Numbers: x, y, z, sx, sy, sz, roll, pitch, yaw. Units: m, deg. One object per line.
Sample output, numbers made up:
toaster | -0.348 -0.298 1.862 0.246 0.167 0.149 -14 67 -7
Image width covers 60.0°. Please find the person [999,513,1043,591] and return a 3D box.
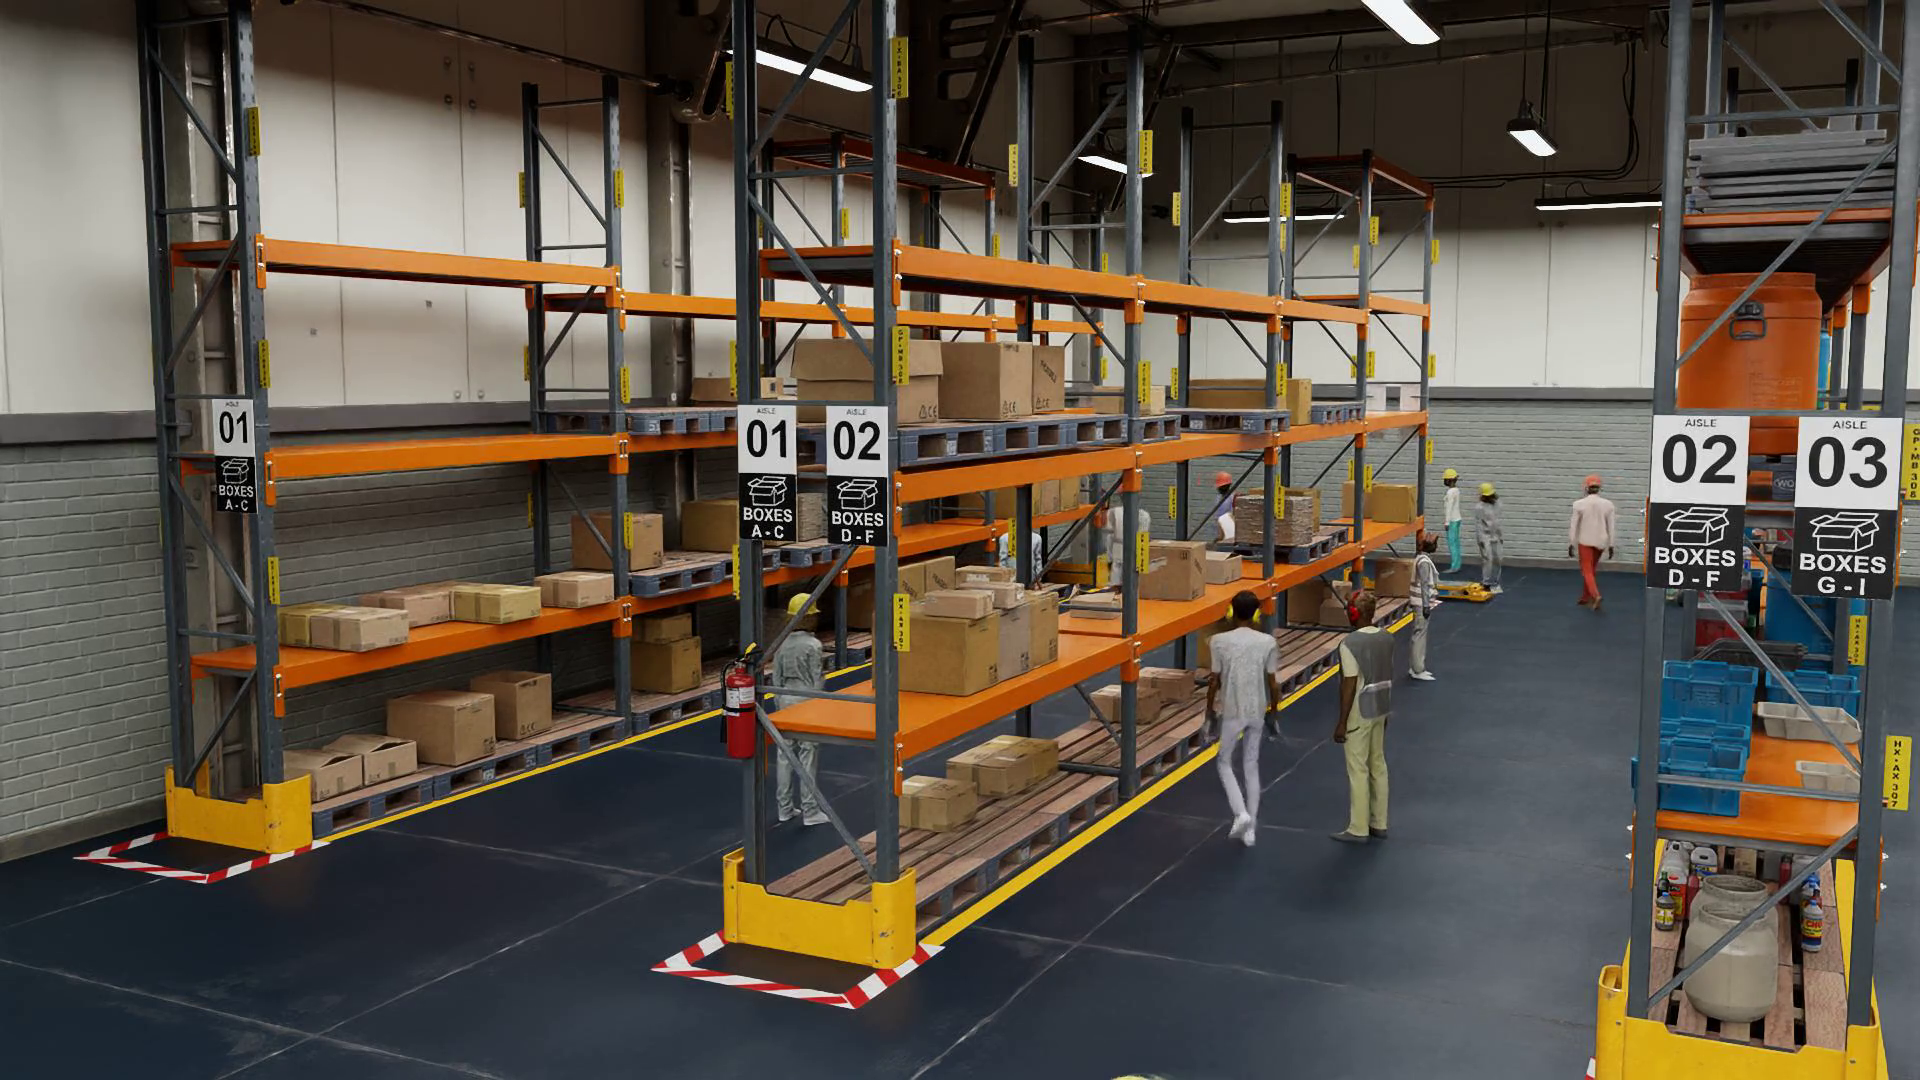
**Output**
person | 0.748 0.476 20.284 0.563 1.742 0.338 -2 6 -16

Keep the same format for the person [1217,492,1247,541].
person | 3.628 0.281 21.768 0.569 1.849 0.397 -2 6 -15

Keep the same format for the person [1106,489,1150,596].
person | 2.125 0.230 21.354 0.610 2.021 0.859 2 6 23

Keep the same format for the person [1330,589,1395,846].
person | 2.927 1.278 12.011 0.571 1.840 0.374 -5 8 -42

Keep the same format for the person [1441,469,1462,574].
person | 8.232 -0.313 27.915 0.344 1.758 0.520 3 7 26

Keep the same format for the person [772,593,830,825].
person | -1.198 1.269 12.573 0.487 1.744 0.313 4 7 37

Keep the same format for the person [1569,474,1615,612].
person | 9.003 0.041 23.638 0.627 1.957 0.963 0 6 -3

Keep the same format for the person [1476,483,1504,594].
person | 8.085 -0.019 25.334 0.522 1.704 0.345 -2 6 -21

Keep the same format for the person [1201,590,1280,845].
person | 2.030 1.281 11.974 0.587 1.842 0.441 -1 6 -8

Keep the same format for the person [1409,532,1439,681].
person | 5.126 0.725 18.386 0.311 1.636 0.521 1 6 11
